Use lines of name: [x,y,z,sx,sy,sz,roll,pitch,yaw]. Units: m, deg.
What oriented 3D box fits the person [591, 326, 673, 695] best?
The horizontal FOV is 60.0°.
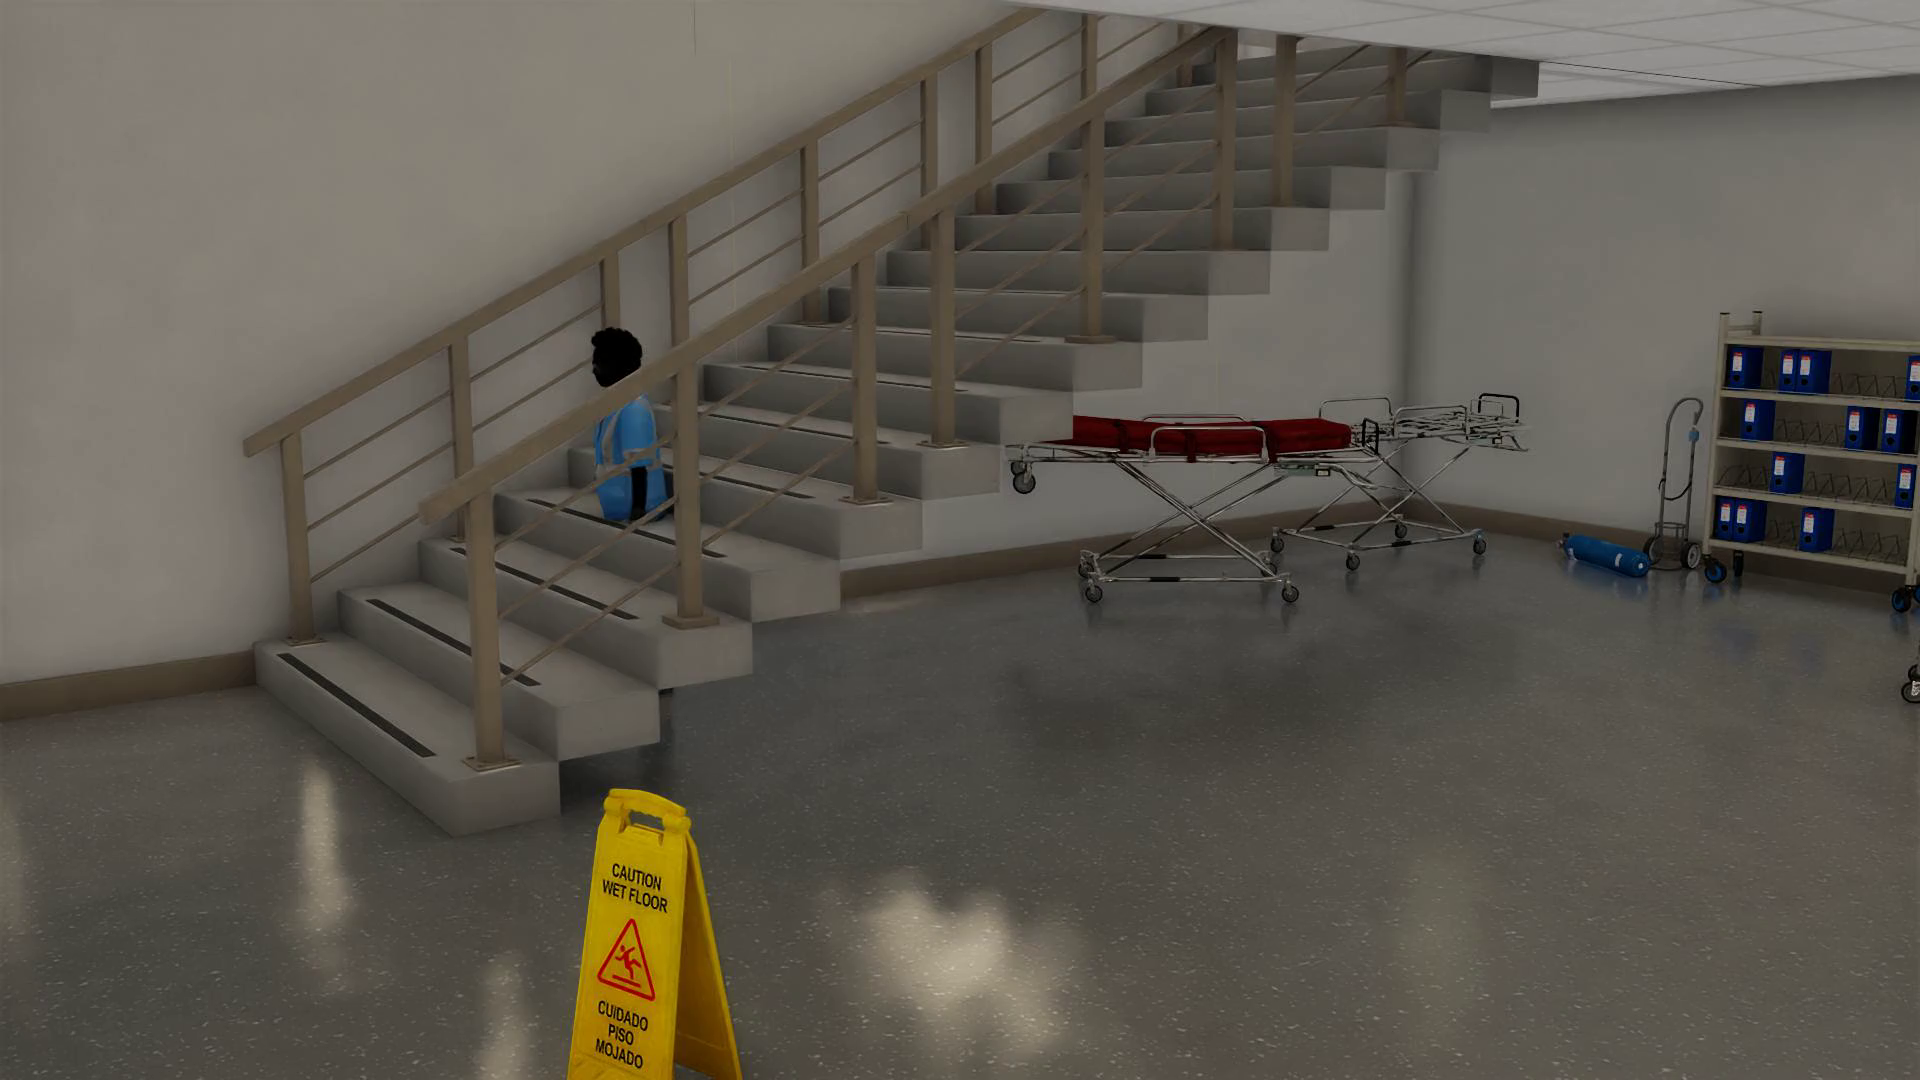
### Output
person: [-1.503,-0.126,7.606,0.321,1.690,0.542,-4,10,-19]
